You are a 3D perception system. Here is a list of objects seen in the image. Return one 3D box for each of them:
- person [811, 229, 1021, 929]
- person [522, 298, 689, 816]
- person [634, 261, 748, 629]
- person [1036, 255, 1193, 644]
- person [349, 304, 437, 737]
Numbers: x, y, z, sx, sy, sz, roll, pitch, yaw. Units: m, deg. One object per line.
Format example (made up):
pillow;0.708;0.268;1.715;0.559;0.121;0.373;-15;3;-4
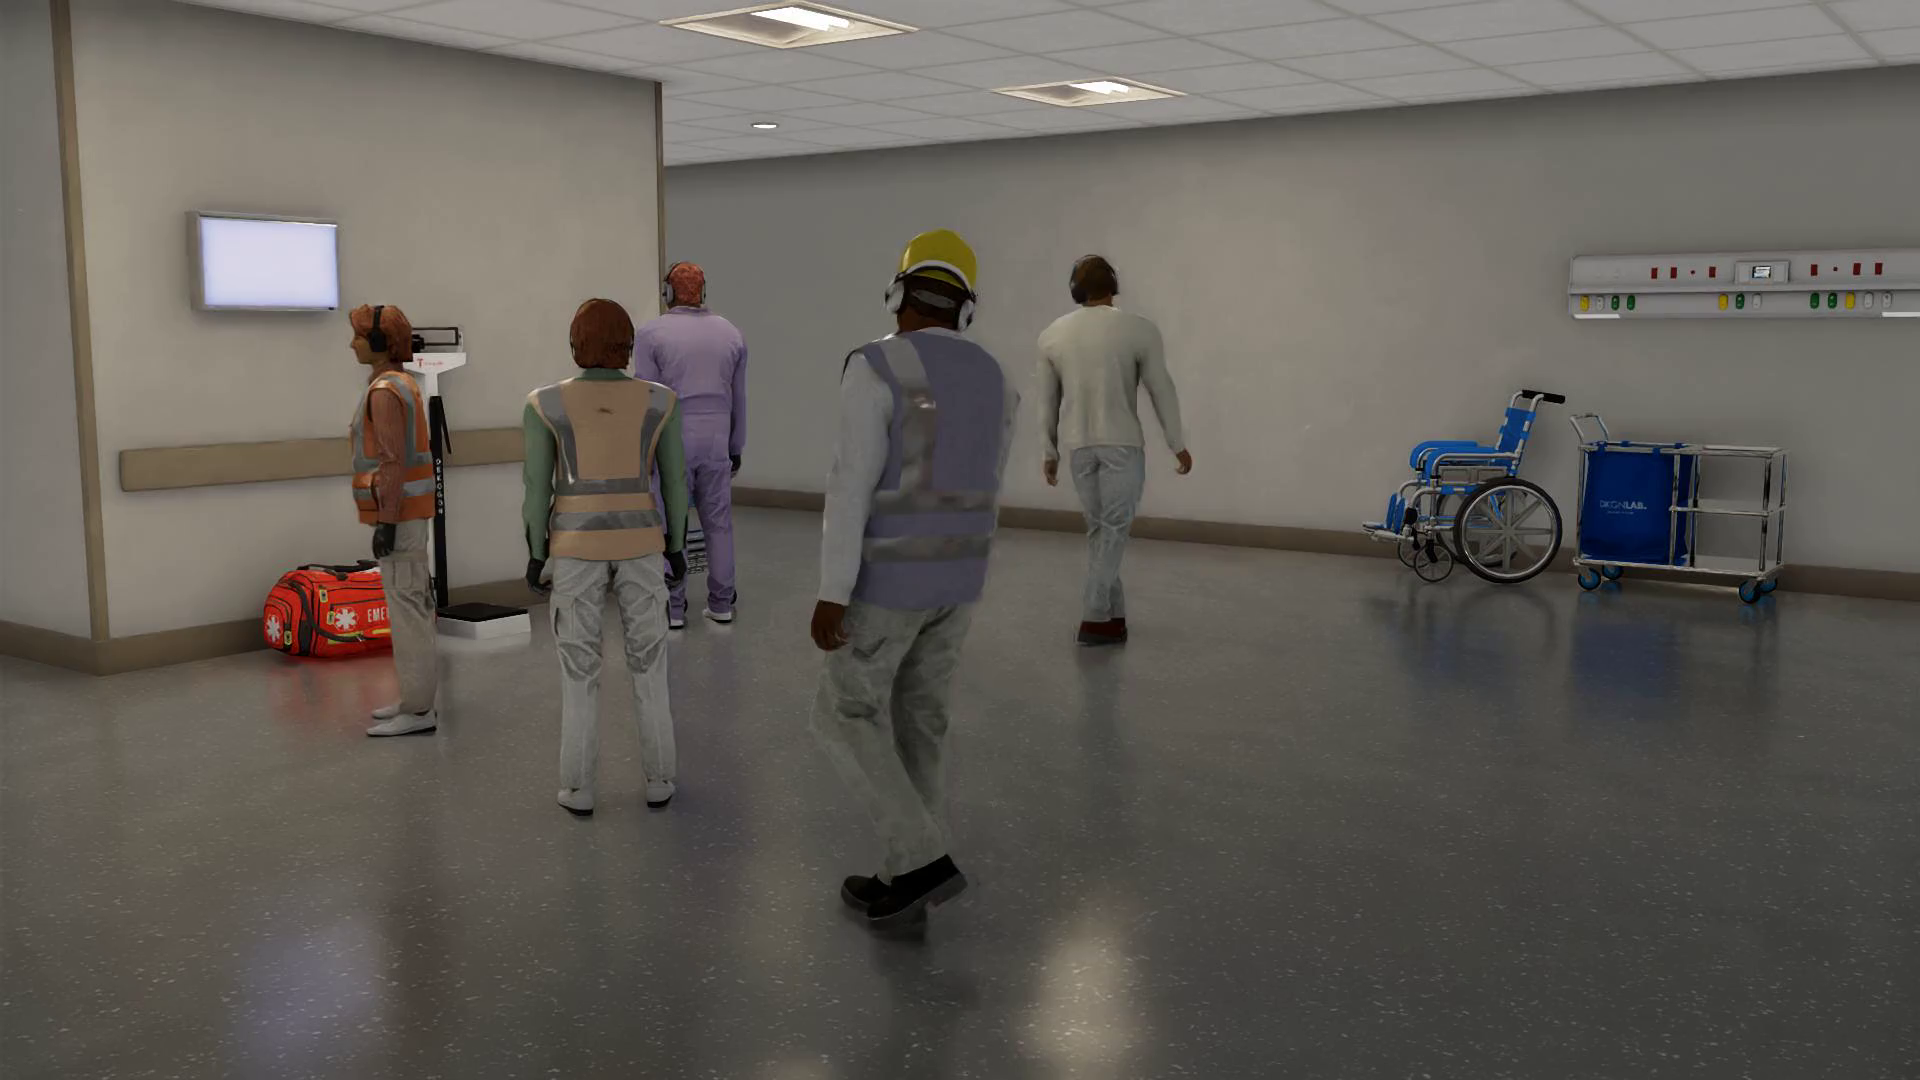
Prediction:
person;-0.113;0.111;4.257;0.451;1.805;0.637;6;9;41
person;-1.123;0.056;5.302;0.525;1.639;0.307;-3;8;-20
person;-1.421;-0.491;8.676;0.648;1.902;0.399;-6;9;-38
person;0.743;-0.444;8.218;0.741;1.911;0.624;3;8;26
person;-2.158;-0.075;6.351;0.314;1.640;0.516;-2;7;-12
